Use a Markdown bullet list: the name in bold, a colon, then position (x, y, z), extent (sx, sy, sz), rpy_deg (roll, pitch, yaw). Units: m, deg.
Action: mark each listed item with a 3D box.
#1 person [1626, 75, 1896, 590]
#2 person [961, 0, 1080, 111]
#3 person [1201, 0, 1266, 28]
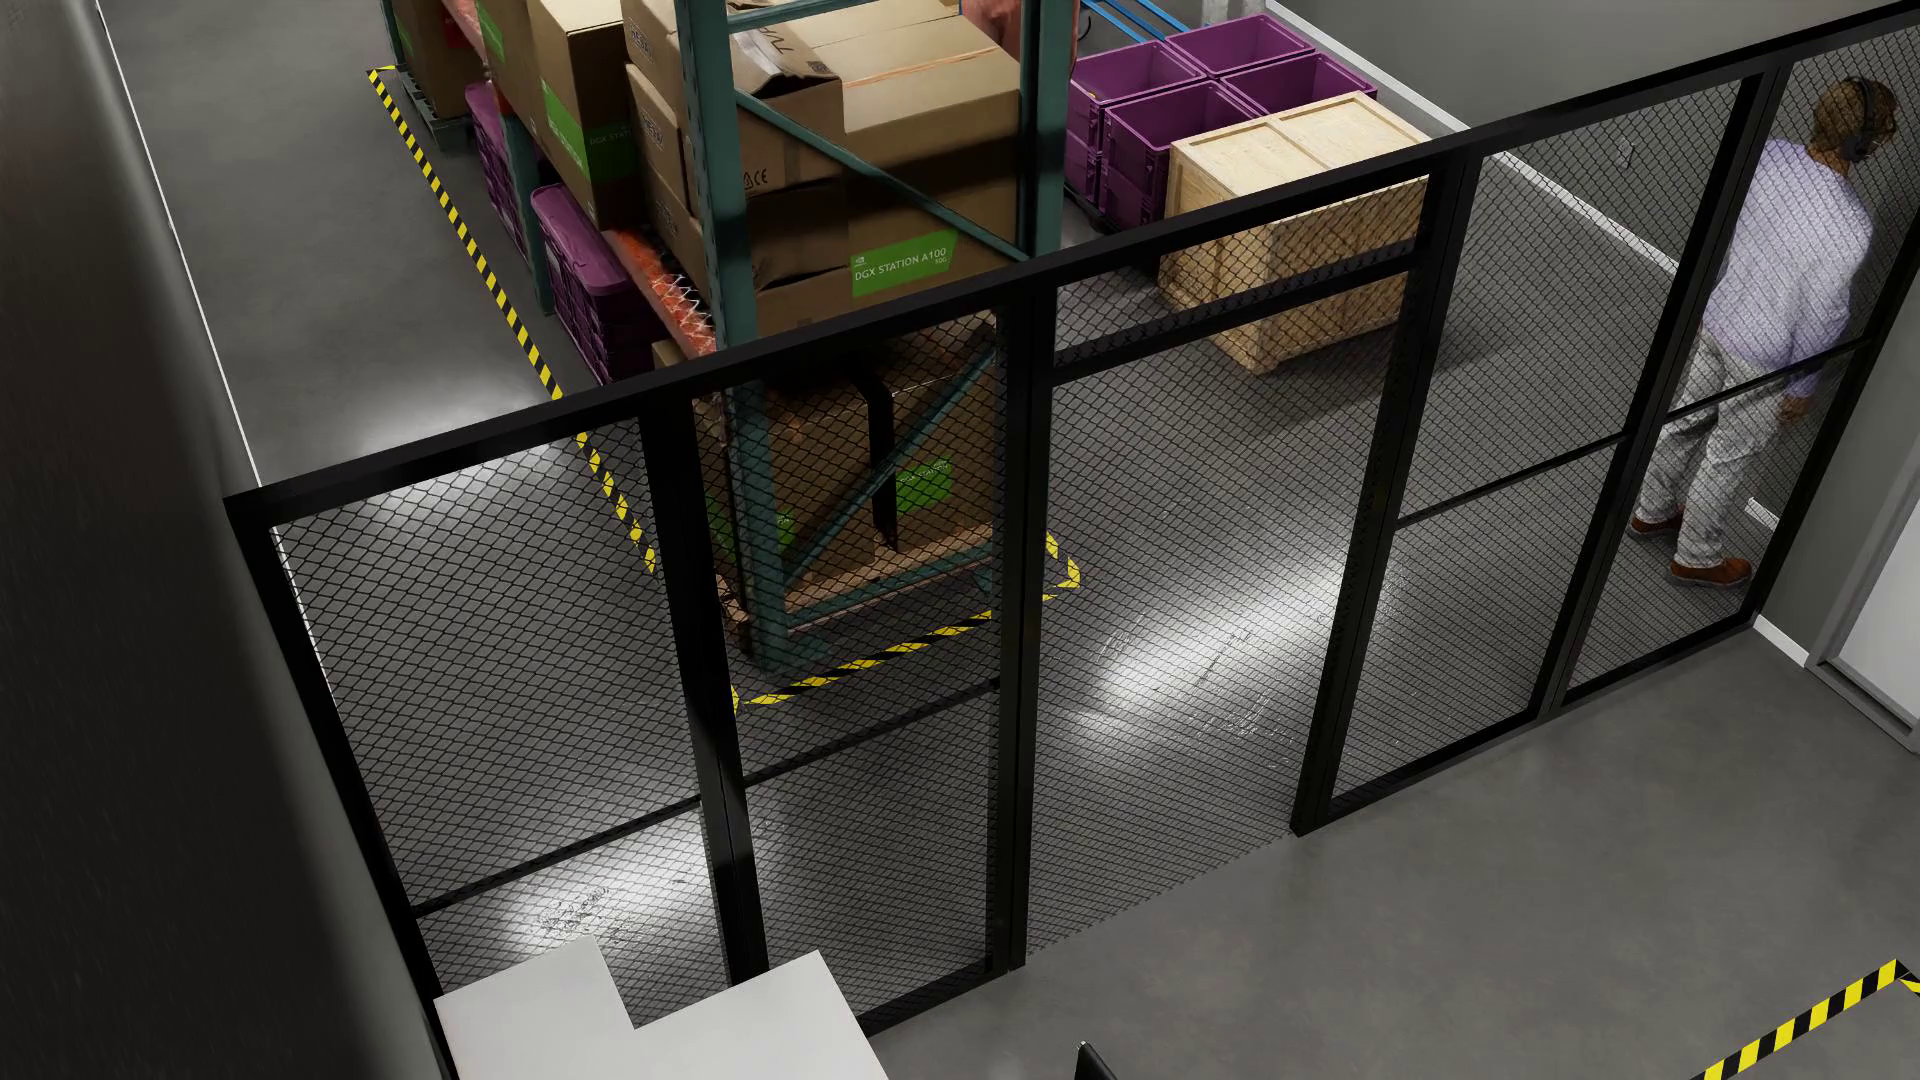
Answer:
- **person**: position (2.726, -0.675, 5.688), extent (0.375, 1.934, 0.627), rpy_deg (-7, 43, -8)
- **person**: position (0.226, -1.813, 6.887), extent (0.618, 1.994, 0.380), rpy_deg (-32, 51, -30)
- **person**: position (1.434, -3.276, 8.607), extent (0.603, 1.830, 0.404), rpy_deg (-17, 45, -18)
